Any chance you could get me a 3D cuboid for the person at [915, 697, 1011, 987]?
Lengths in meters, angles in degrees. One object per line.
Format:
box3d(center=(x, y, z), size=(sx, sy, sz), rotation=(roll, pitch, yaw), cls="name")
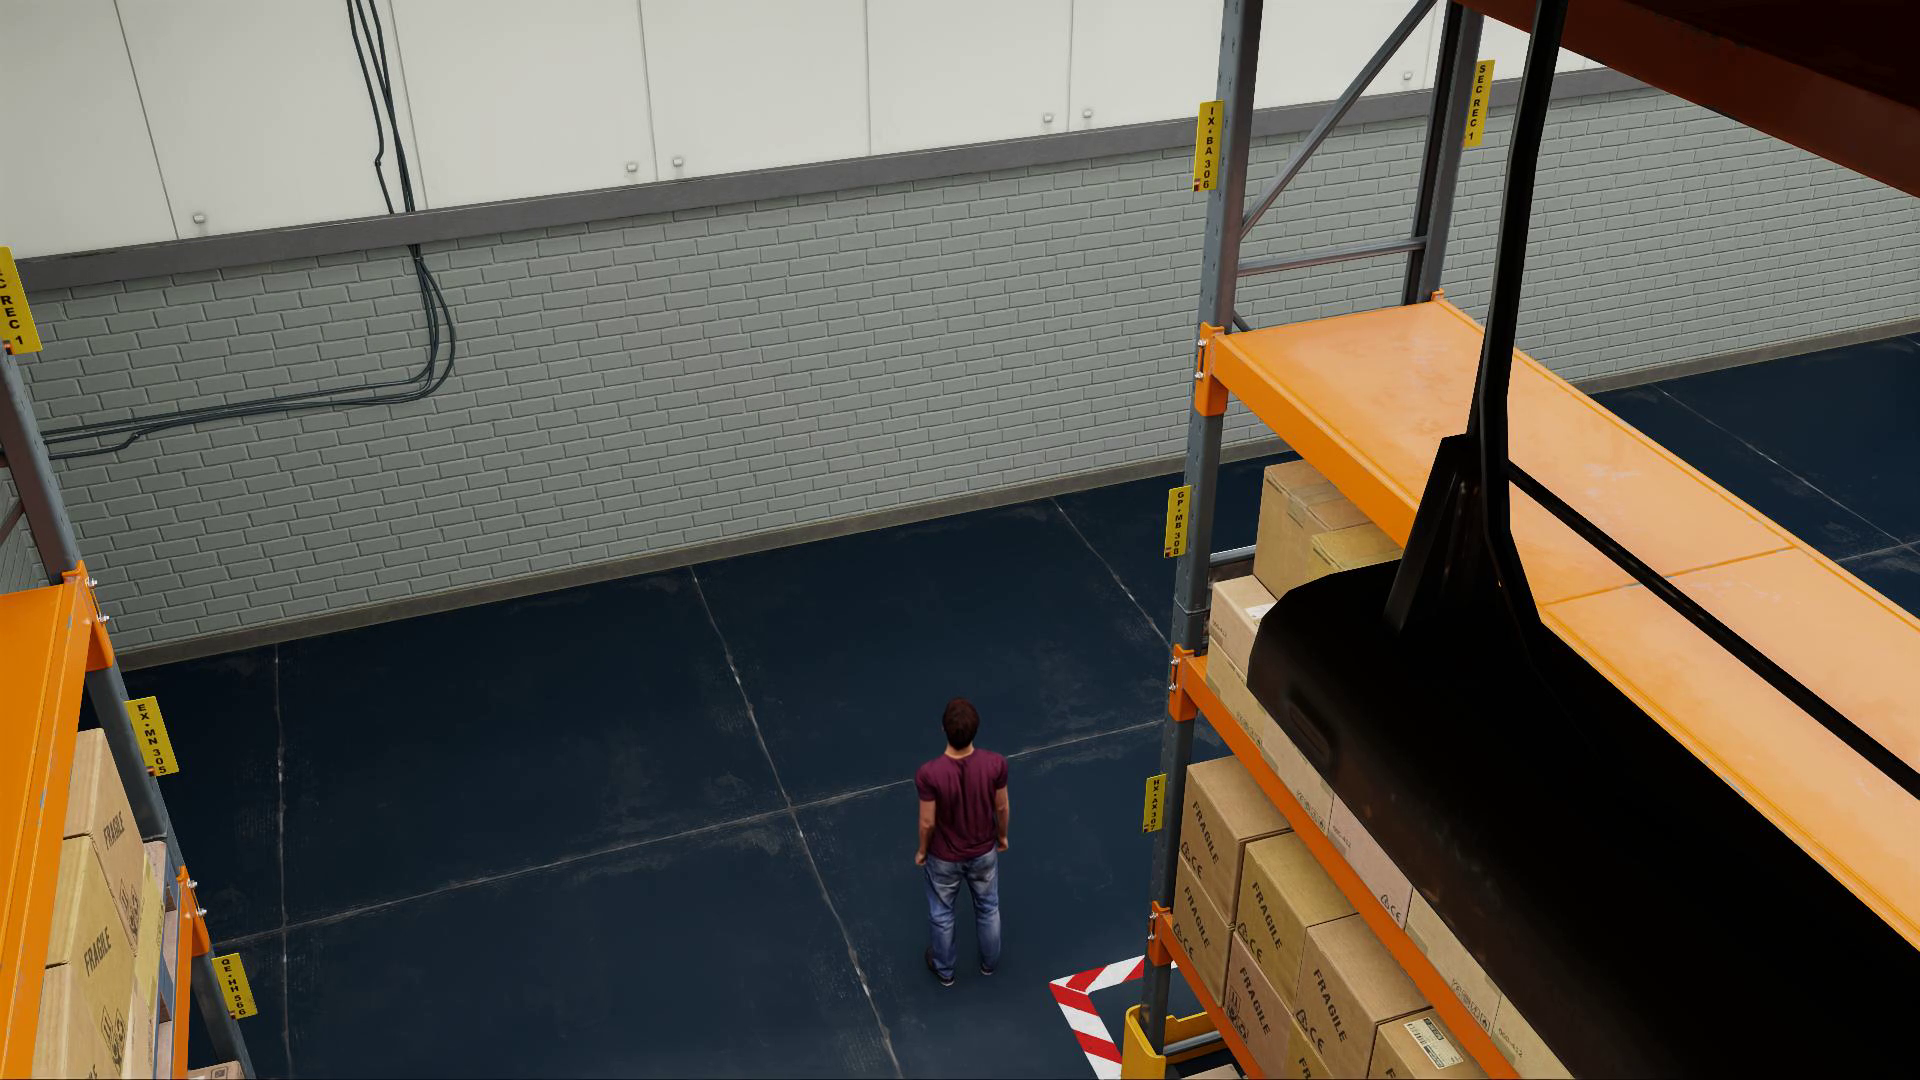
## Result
box3d(center=(0.012, 1.603, 8.790), size=(0.681, 1.855, 0.577), rotation=(-7, 33, -11), cls="person")
